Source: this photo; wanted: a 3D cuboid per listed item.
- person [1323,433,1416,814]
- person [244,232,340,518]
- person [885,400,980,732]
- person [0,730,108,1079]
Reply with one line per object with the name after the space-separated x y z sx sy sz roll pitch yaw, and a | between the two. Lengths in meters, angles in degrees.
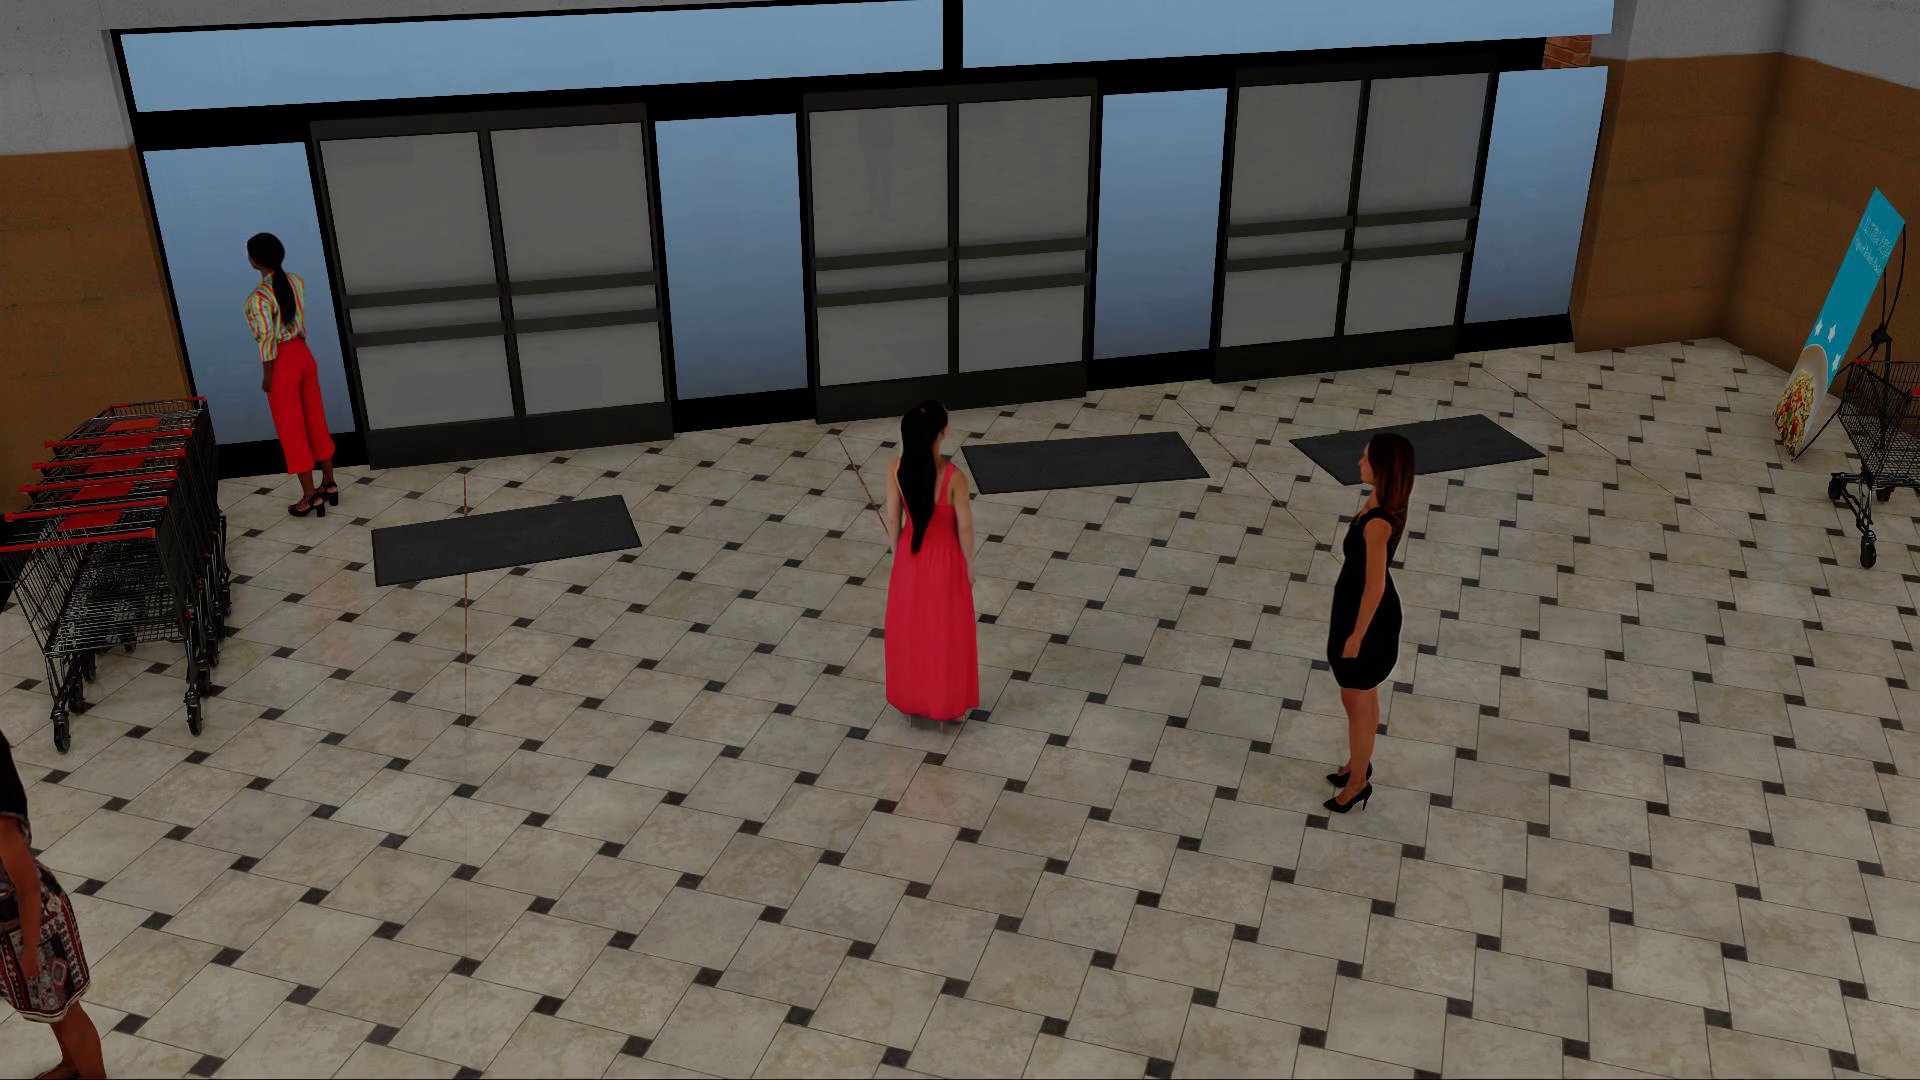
1.785 0.384 7.320 0.722 1.835 0.626 8 28 16 | person
-4.061 -0.995 10.087 0.740 1.793 0.635 8 28 15 | person
-0.142 0.136 7.930 0.714 1.727 0.747 10 28 18 | person
-3.217 1.302 5.720 0.784 1.645 0.643 -23 35 -37 | person
